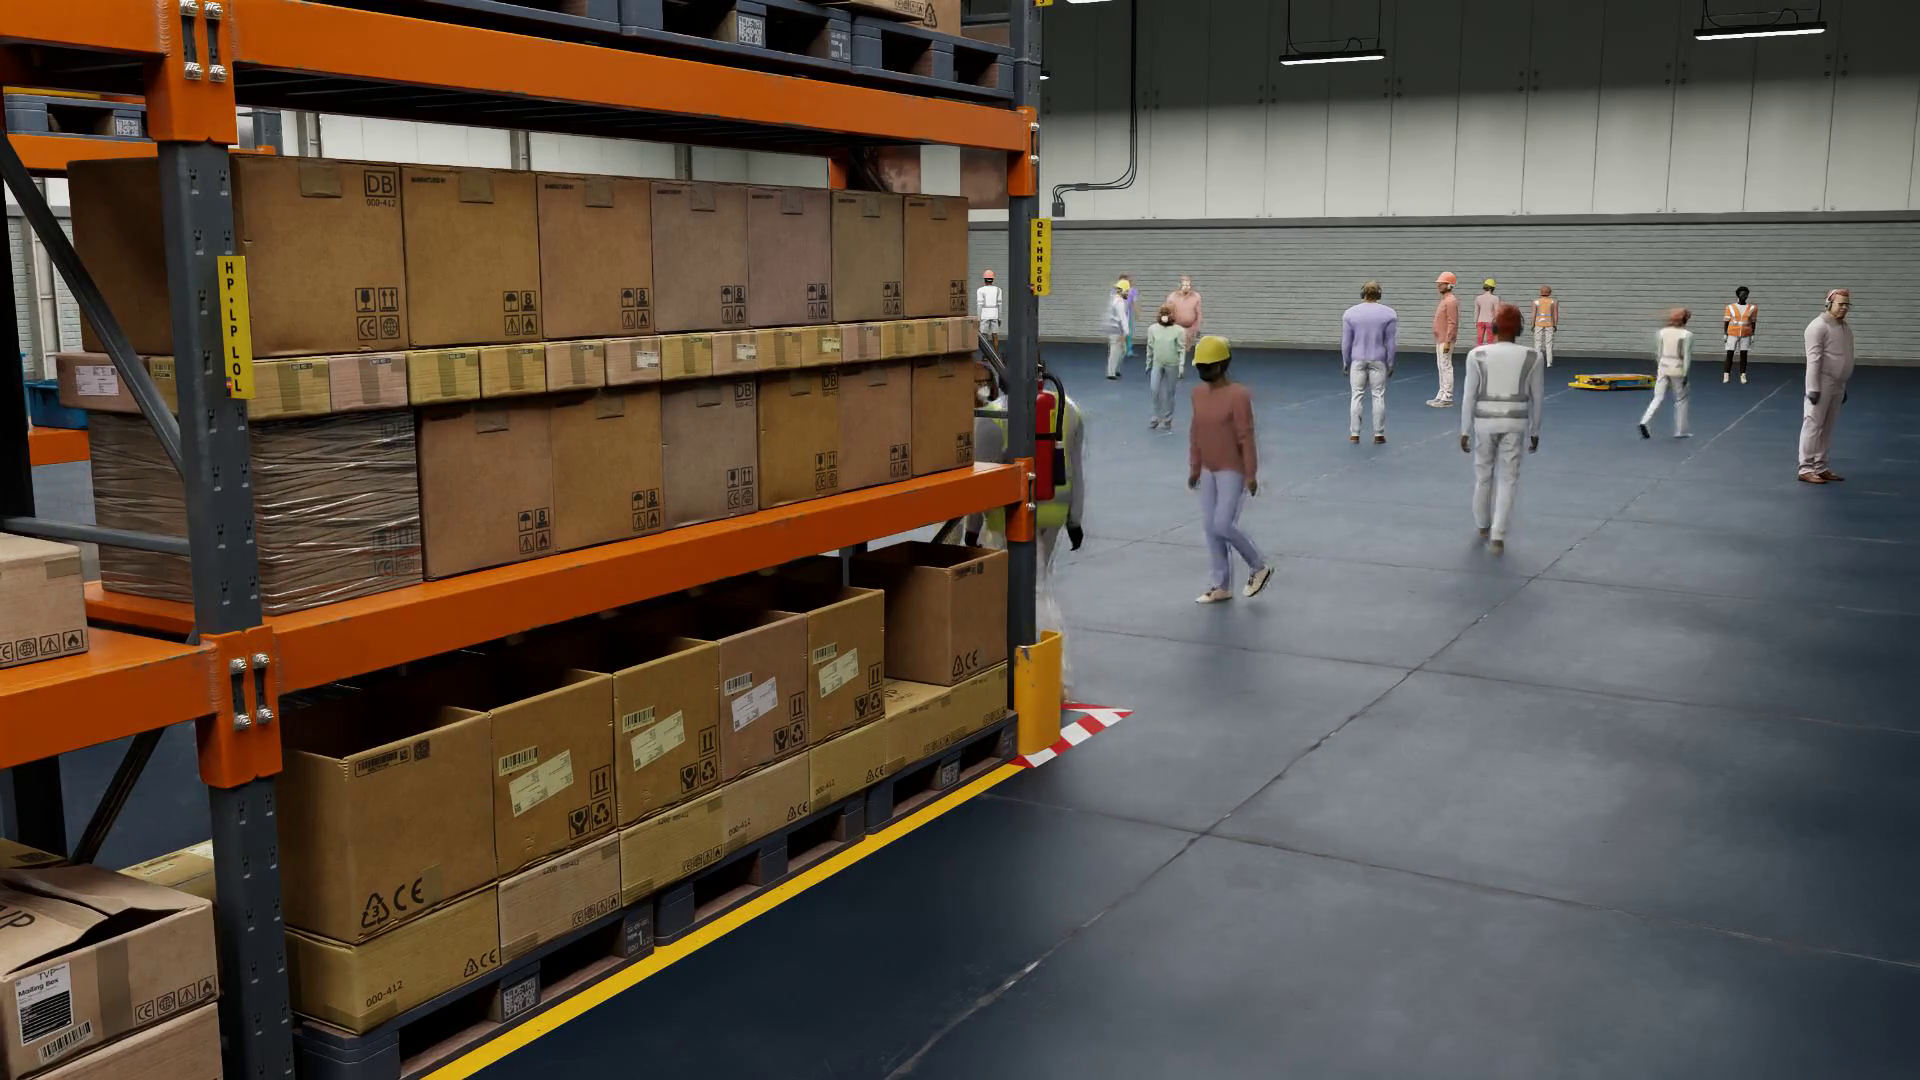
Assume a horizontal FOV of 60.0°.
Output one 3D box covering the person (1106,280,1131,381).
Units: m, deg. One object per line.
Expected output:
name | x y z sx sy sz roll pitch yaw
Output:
person | 2.842 -3.719 29.611 0.490 1.802 0.622 -1 10 -3

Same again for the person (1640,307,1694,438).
person | 8.664 -2.034 20.301 0.769 1.613 0.513 -6 11 -31

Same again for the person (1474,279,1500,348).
person | 10.598 -4.352 33.425 0.535 1.766 0.317 9 13 44

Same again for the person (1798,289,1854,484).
person | 8.567 -1.510 16.387 0.642 1.905 0.401 -7 12 -34

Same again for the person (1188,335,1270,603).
person | 1.674 -0.439 10.624 0.496 1.740 0.524 -6 11 -29

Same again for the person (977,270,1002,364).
person | 0.590 -4.614 34.453 0.551 1.935 0.371 -4 10 -21

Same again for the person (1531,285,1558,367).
person | 11.704 -4.270 33.314 0.511 1.640 0.308 3 10 19

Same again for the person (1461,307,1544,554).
person | 4.150 -0.851 12.732 0.587 1.836 0.968 3 10 18

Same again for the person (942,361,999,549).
person | 0.072 -0.320 10.353 0.504 1.588 0.867 -4 10 -20

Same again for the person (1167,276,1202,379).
person | 4.088 -3.914 30.592 0.657 1.871 0.782 -1 10 -7

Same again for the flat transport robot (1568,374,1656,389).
flat transport robot | 11.015 -2.666 27.917 1.431 0.197 0.652 -3 10 -19

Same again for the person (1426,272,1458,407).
person | 7.161 -2.960 24.592 0.374 1.995 0.622 1 10 5

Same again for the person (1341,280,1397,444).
person | 4.847 -2.106 19.768 0.629 1.940 0.376 3 10 16

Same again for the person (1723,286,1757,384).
person | 13.657 -3.582 29.136 0.551 1.698 0.316 3 10 17

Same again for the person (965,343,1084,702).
person | 0.281 -0.112 8.537 0.629 1.786 0.975 -7 12 -35

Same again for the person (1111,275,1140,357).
person | 3.618 -4.880 36.371 0.713 1.819 0.430 -2 10 -12

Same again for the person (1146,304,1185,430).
person | 2.601 -2.202 21.263 0.529 1.604 0.695 3 10 20
